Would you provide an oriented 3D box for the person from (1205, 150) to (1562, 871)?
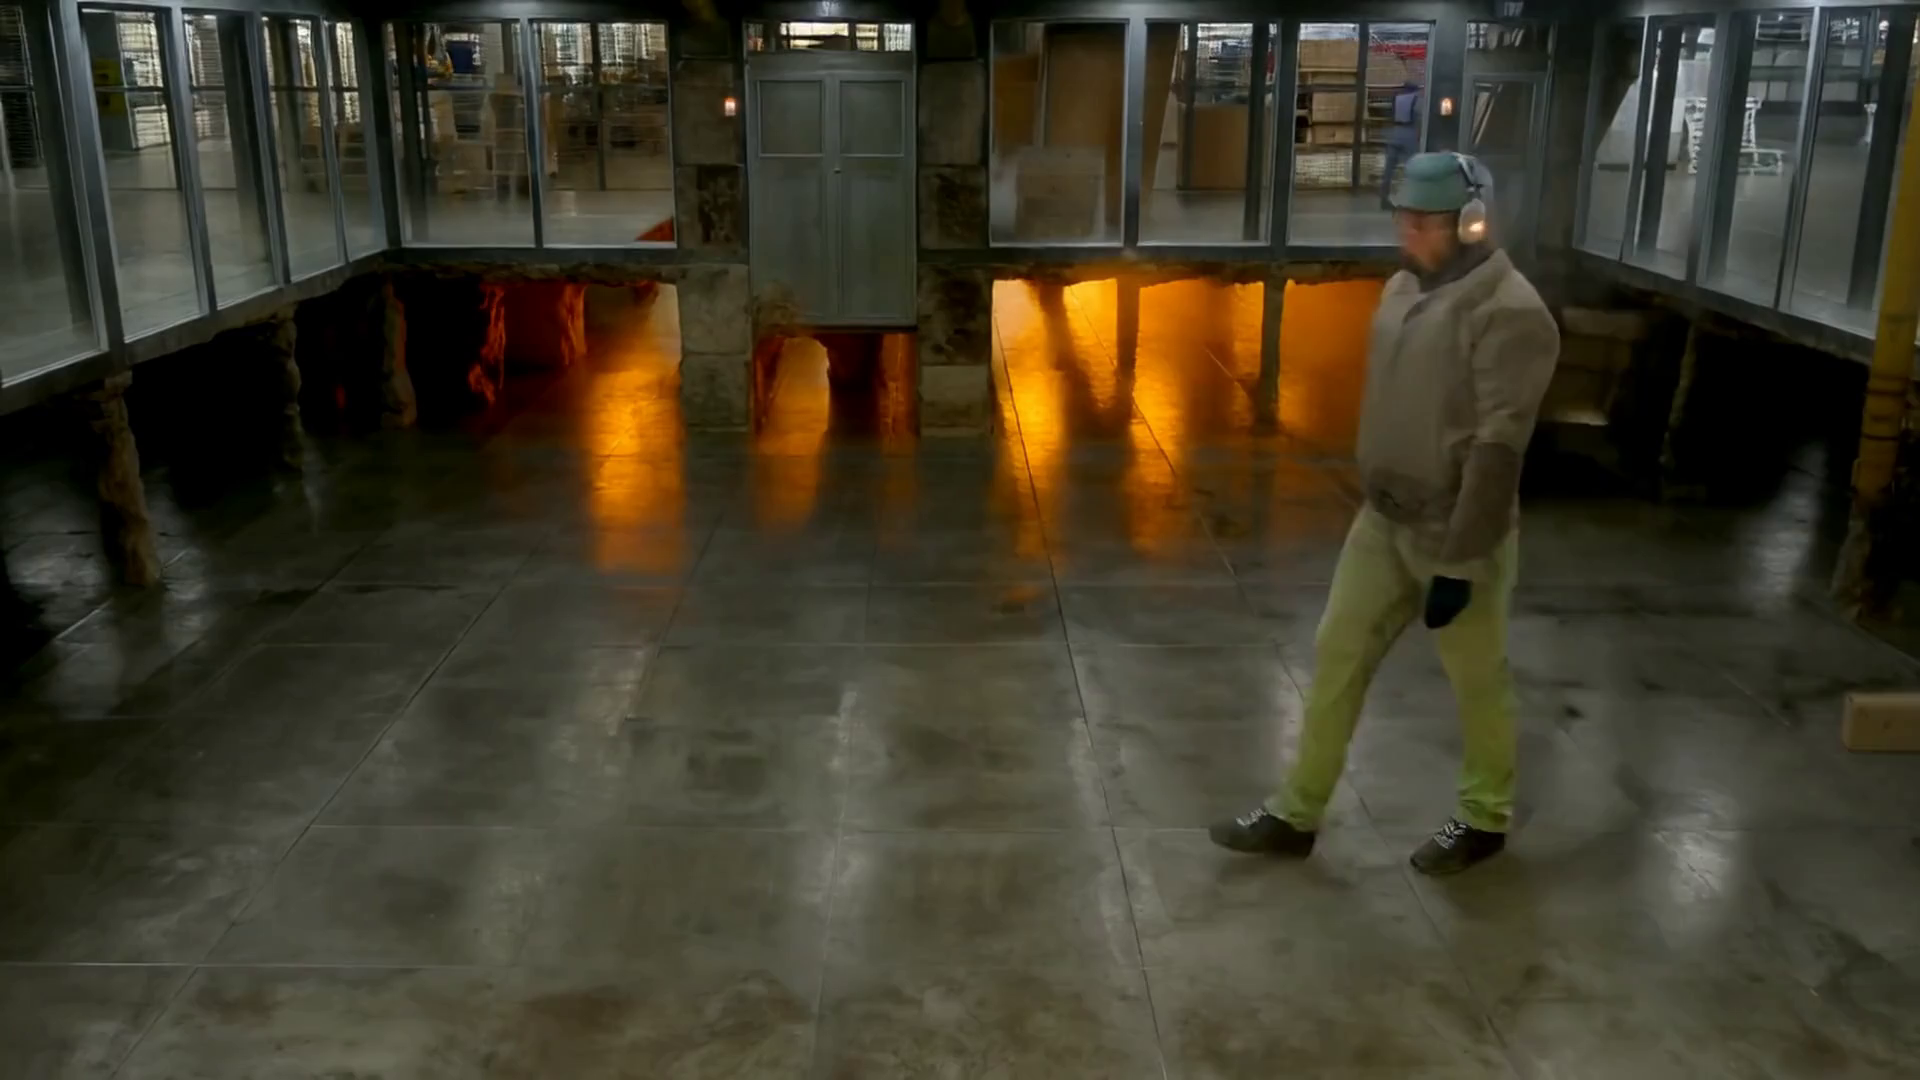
[{"bbox_3d":[1.088,-0.014,4.192,0.916,1.869,0.665,-6,17,-20],"label":"person"}]
